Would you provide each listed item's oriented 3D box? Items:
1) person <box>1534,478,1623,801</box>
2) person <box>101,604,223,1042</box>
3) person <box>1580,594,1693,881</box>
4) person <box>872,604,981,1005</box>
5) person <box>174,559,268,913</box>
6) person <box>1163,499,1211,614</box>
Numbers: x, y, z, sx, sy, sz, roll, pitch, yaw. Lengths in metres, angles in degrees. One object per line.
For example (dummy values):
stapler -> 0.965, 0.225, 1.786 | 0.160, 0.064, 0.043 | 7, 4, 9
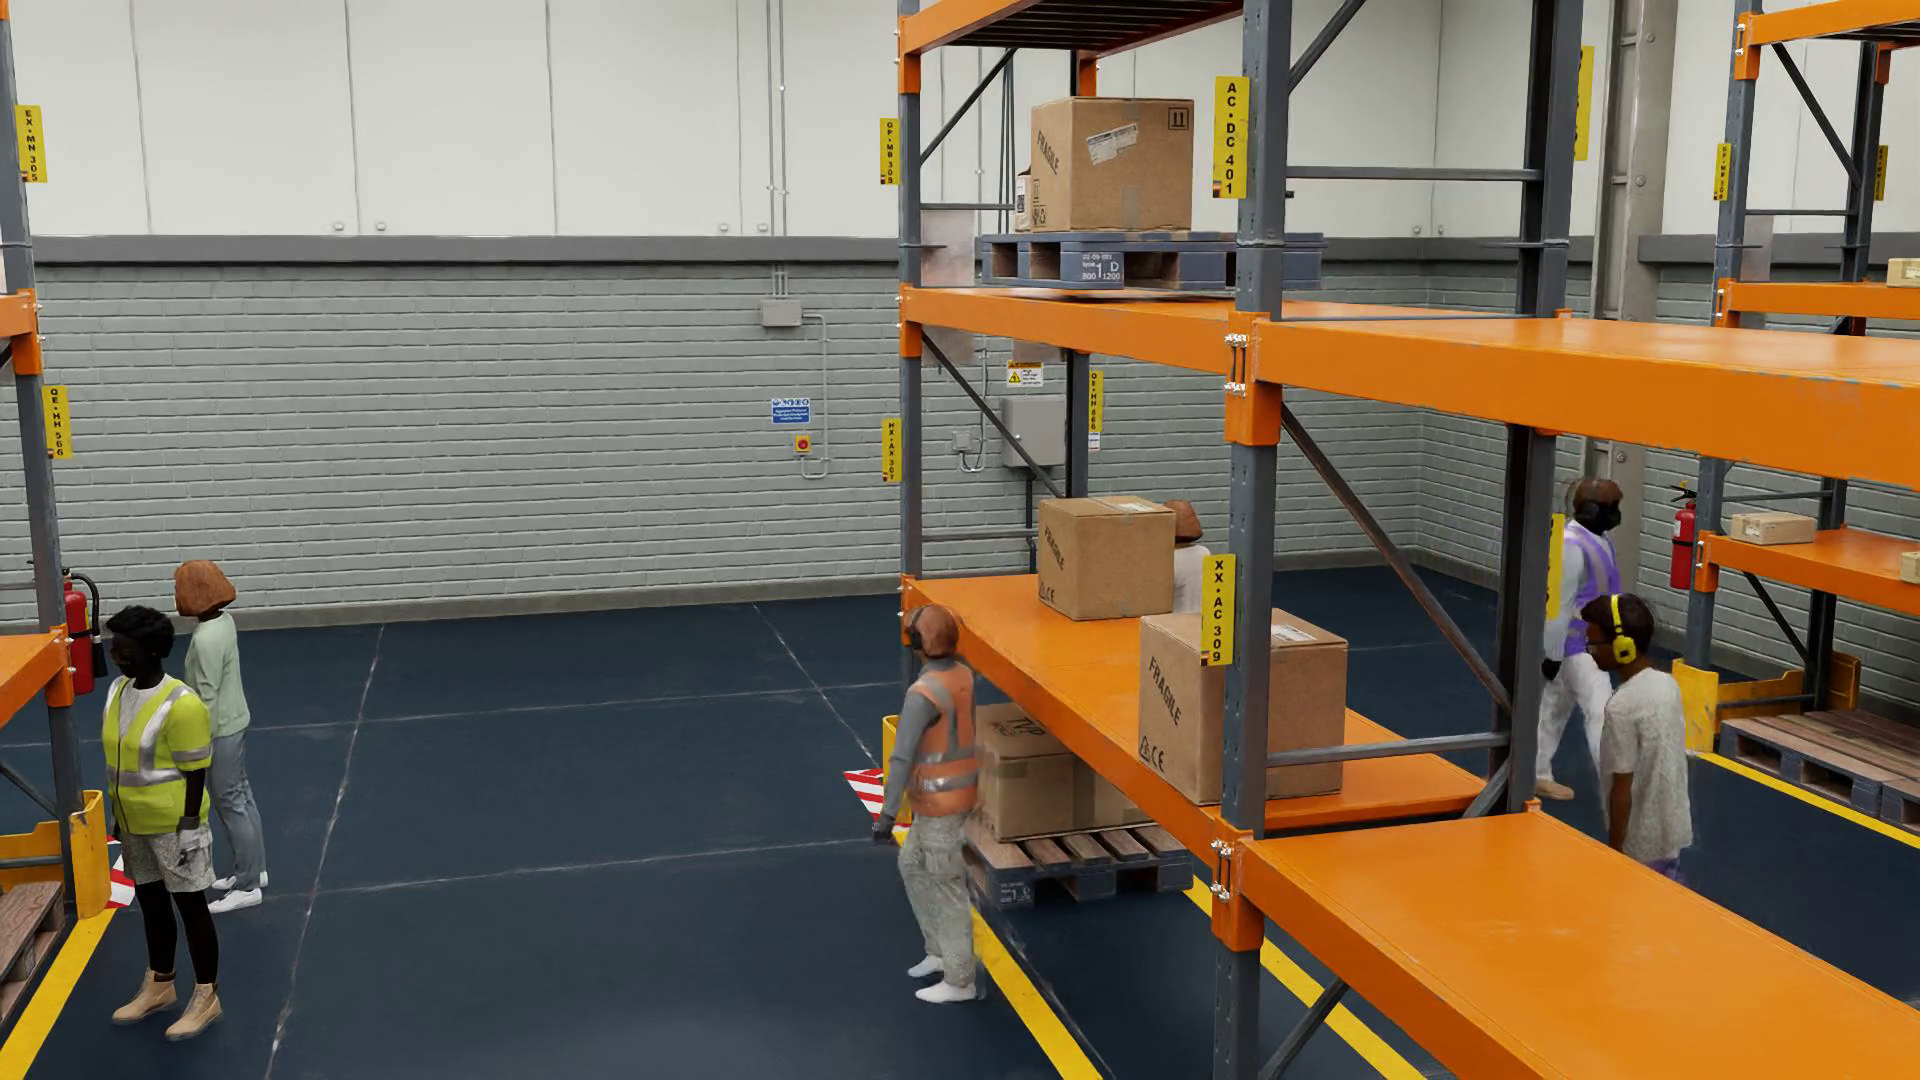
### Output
person -> 3.476, 0.572, 8.957 | 0.872, 1.806, 0.635 | 6, 11, 29
person -> -3.094, 1.076, 6.417 | 0.533, 1.697, 0.318 | 5, 11, 28
person -> 2.410, 1.095, 5.903 | 0.656, 1.835, 0.506 | -9, 14, -43
person -> -0.120, 1.063, 6.678 | 0.480, 1.617, 0.548 | 2, 10, 13
person -> -3.422, 0.889, 7.685 | 0.288, 1.627, 0.501 | -3, 10, -16
person -> 1.236, 0.585, 9.398 | 0.283, 1.633, 0.501 | 9, 13, 42
